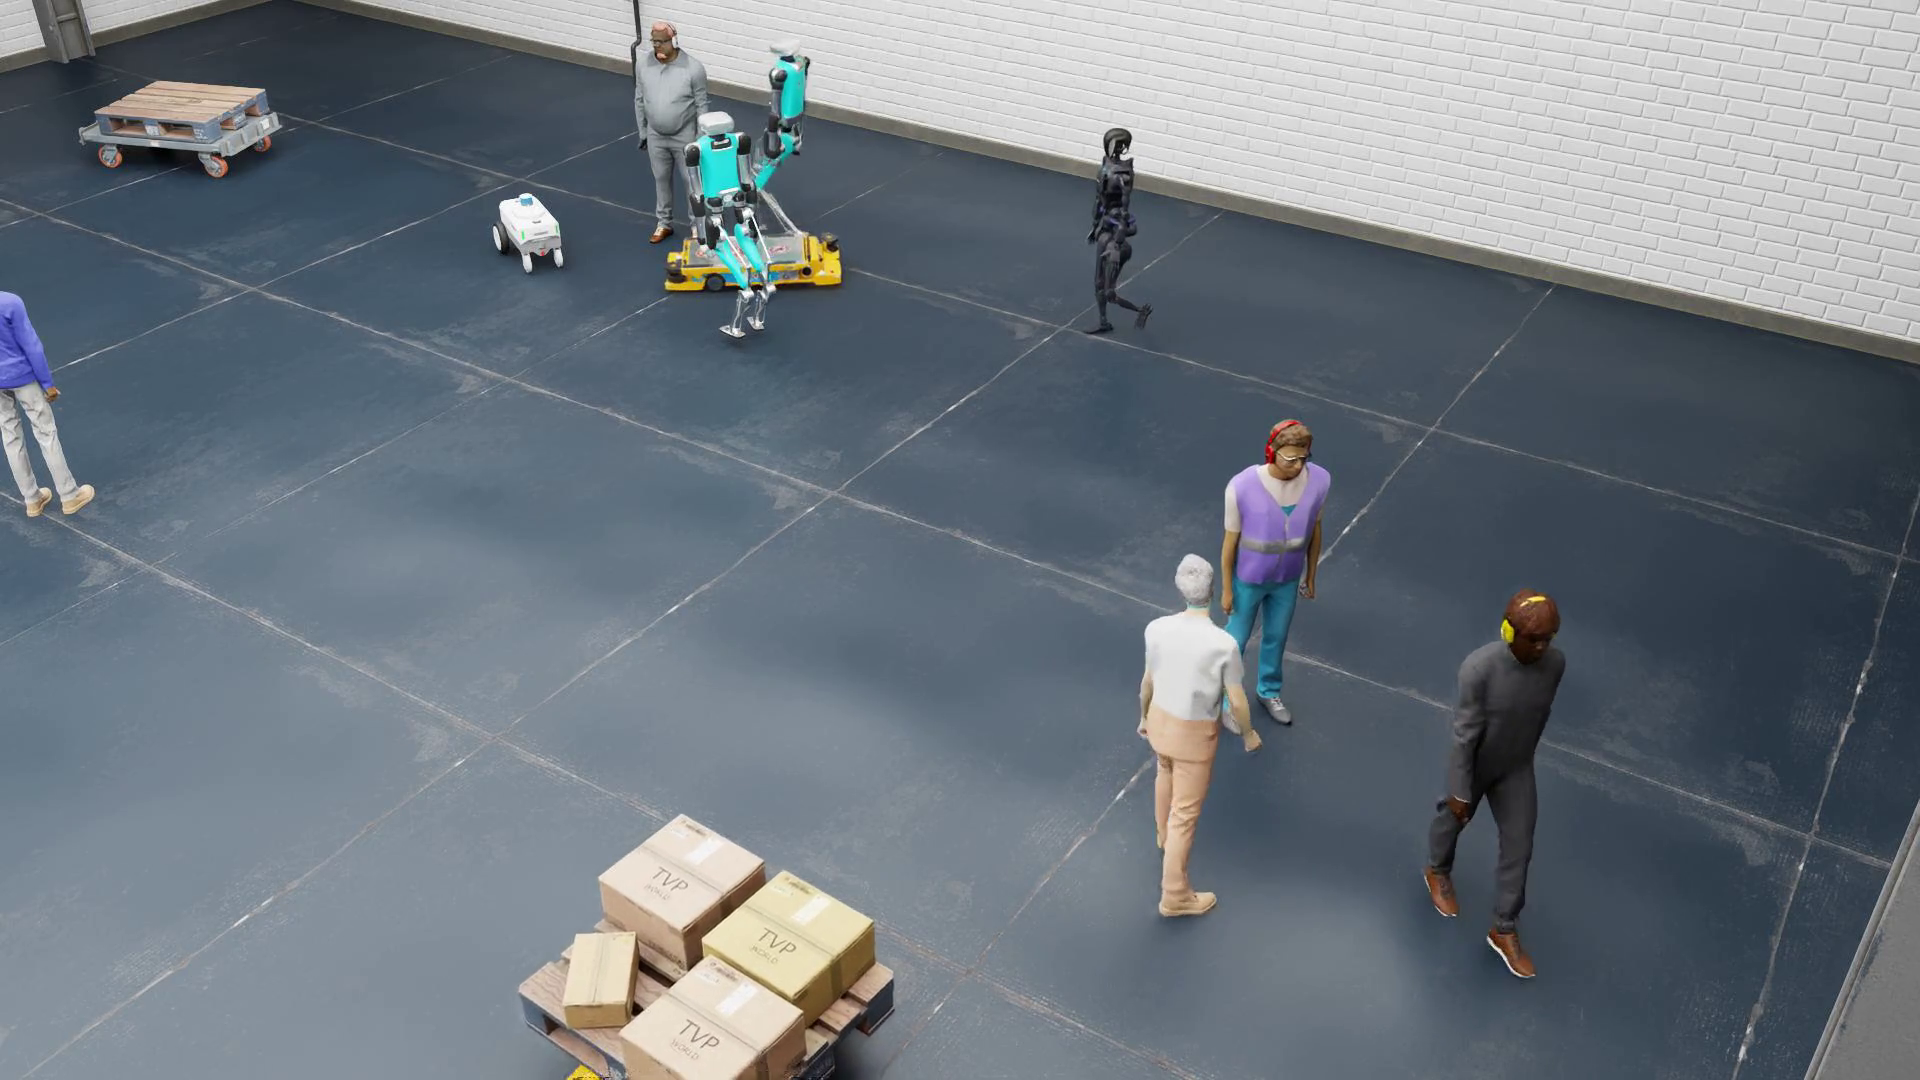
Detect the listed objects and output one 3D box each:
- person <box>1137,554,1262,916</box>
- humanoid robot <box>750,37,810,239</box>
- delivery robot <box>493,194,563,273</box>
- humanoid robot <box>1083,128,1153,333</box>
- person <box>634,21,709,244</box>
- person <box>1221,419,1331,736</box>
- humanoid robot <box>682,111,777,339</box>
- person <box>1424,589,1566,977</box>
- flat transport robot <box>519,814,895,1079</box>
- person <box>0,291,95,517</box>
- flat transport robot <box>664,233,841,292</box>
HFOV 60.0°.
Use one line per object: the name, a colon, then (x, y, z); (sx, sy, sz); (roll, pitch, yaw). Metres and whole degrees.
person: (1.052, 0.887, 7.572); (0.567, 1.687, 0.659); (28, 42, 36)
humanoid robot: (-1.683, -3.428, 14.235); (0.842, 1.777, 0.535); (13, 35, 20)
delivery robot: (-3.641, -2.642, 14.091); (0.499, 0.581, 0.774); (-16, 36, -23)
humanoid robot: (1.216, -2.333, 12.586); (0.510, 1.638, 0.589); (-10, 34, -15)
person: (-2.437, -3.428, 14.076); (0.638, 1.910, 0.409); (6, 33, 10)
person: (1.574, 0.175, 8.541); (0.557, 1.837, 0.388); (-9, 34, -13)
humanoid robot: (-1.634, -2.275, 12.315); (0.533, 1.677, 0.734); (-20, 38, -28)
person: (2.335, 1.042, 7.179); (0.492, 1.843, 0.860); (-4, 33, -6)
flat transport robot: (-1.040, 2.085, 7.013); (0.659, 0.231, 1.431); (22, 39, 30)
person: (-5.884, -1.006, 10.341); (0.471, 1.871, 0.347); (-2, 33, -4)
flat transport robot: (-1.721, -2.312, 13.853); (1.431, 0.231, 0.659); (-3, 33, -5)
